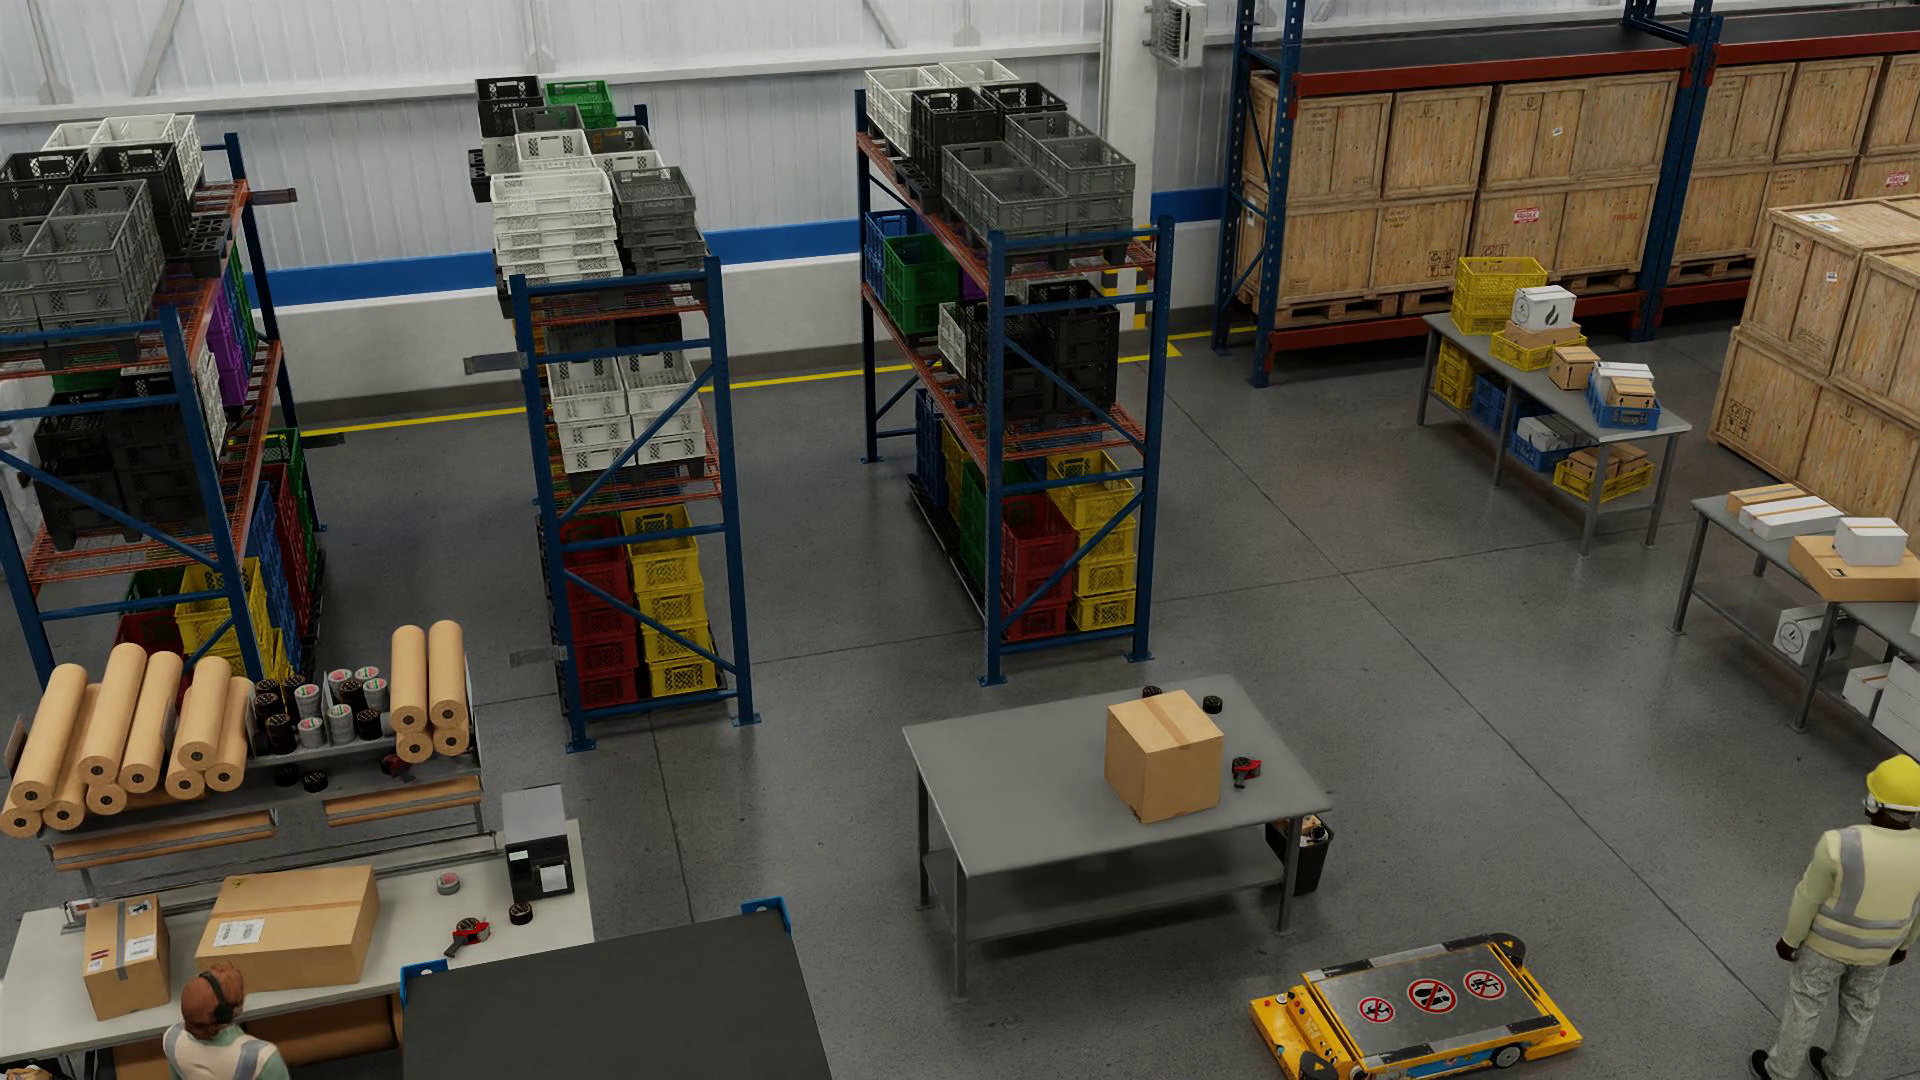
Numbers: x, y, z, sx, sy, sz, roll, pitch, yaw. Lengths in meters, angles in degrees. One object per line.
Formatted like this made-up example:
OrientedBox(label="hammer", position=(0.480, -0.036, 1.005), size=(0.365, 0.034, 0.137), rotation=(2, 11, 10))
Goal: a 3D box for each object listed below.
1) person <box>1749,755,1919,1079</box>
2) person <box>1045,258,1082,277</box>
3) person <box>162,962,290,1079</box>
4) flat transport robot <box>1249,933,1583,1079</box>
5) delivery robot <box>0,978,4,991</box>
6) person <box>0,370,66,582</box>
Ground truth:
OrientedBox(label="person", position=(3.947, 1.738, 7.375), size=(0.595, 1.826, 0.403), rotation=(0, 29, 0))
OrientedBox(label="person", position=(0.833, -2.506, 14.989), size=(0.634, 1.931, 0.372), rotation=(-23, 36, -35))
OrientedBox(label="person", position=(-2.771, 2.332, 6.481), size=(0.515, 1.636, 0.315), rotation=(7, 30, 13))
OrientedBox(label="flat transport robot", position=(2.184, 2.282, 7.980), size=(1.431, 0.197, 0.652), rotation=(-8, 30, -14))
OrientedBox(label="delivery robot", position=(-4.605, 2.304, 7.554), size=(0.477, 0.478, 0.707), rotation=(5, 29, 9))
OrientedBox(label="person", position=(-6.644, -0.577, 11.533), size=(0.588, 1.876, 0.437), rotation=(13, 31, 22))
